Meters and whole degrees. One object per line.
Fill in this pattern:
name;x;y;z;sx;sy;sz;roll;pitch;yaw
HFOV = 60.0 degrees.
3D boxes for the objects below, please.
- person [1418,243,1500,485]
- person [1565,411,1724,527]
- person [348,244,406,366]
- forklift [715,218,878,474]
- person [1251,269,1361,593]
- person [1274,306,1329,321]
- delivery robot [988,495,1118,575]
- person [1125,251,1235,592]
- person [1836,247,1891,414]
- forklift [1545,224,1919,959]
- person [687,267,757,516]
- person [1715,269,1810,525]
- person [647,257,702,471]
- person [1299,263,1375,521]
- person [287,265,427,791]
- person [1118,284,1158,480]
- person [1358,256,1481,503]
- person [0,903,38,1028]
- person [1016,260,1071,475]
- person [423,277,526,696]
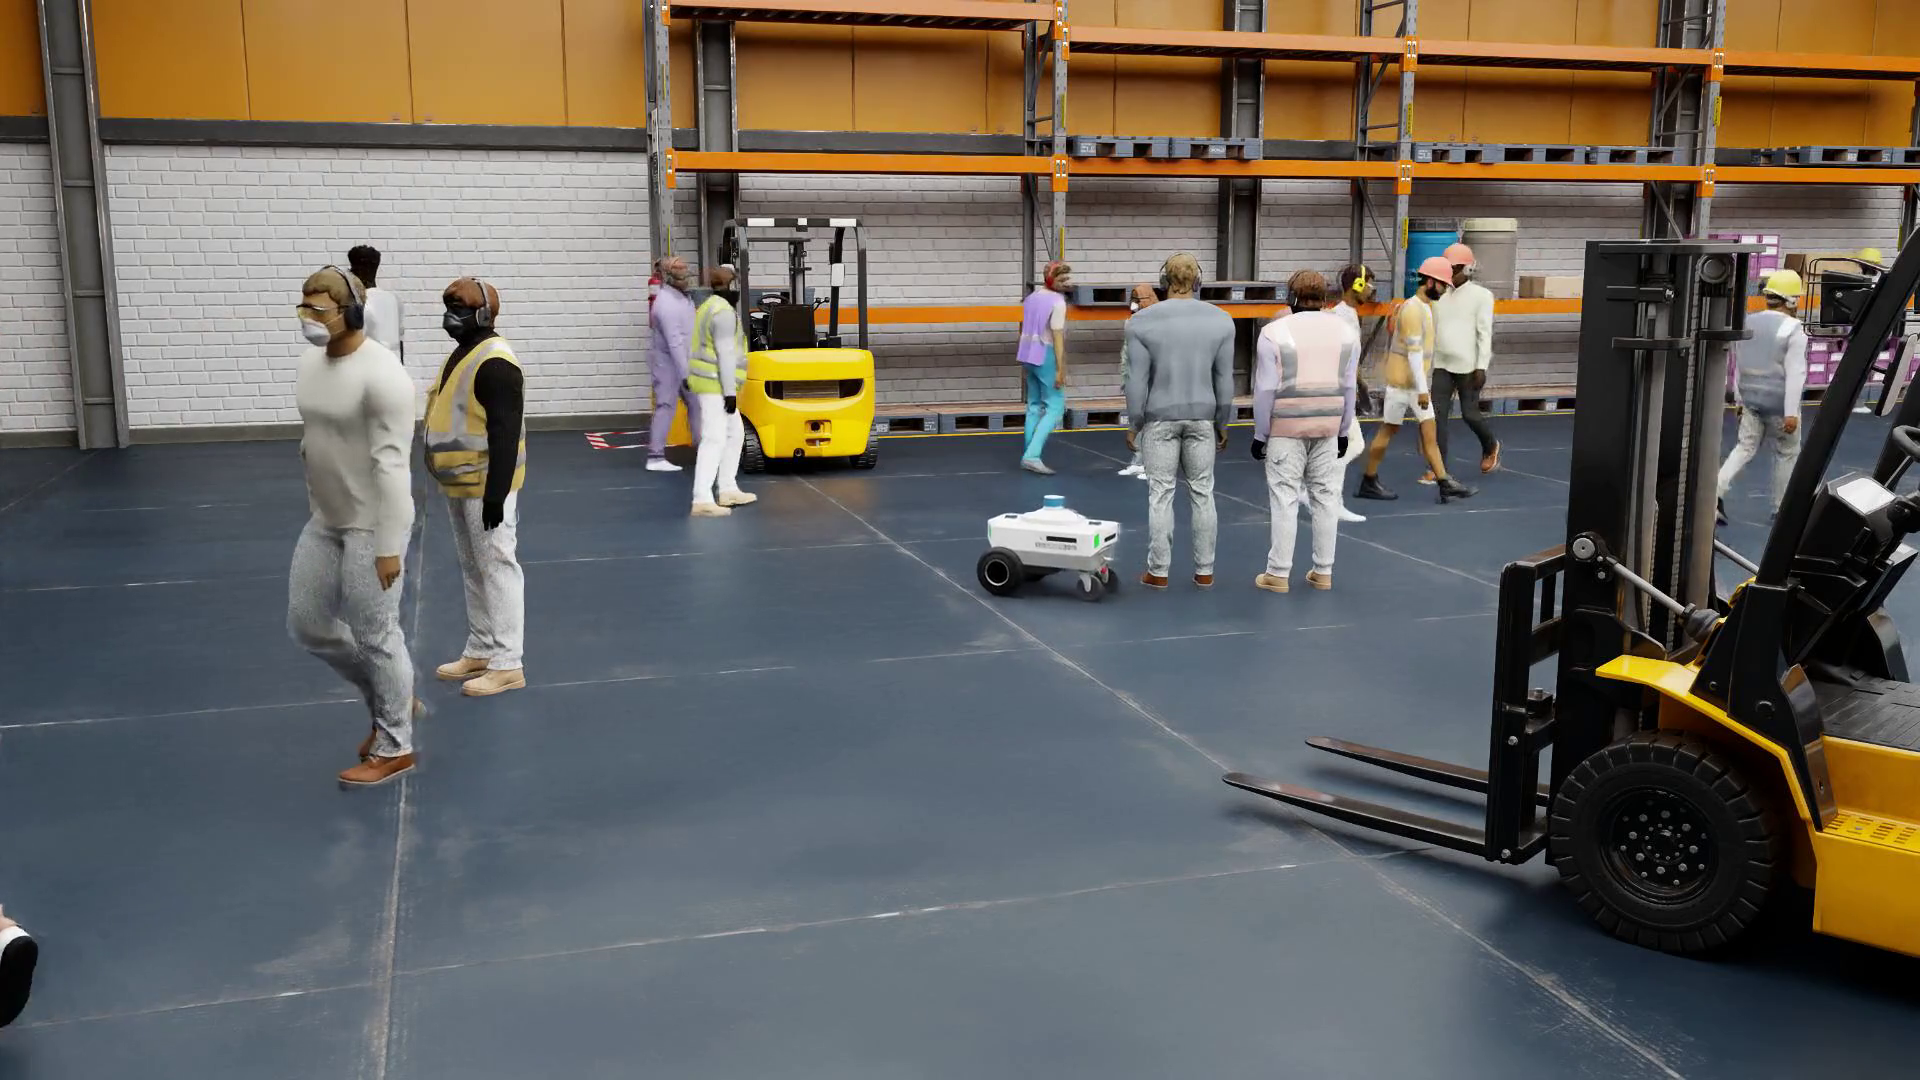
person;4.157;-1.450;13.705;0.813;1.975;0.606;-8;13;-39
person;2.894;-0.160;6.944;0.961;1.866;0.640;-1;10;-7
person;-4.369;-1.214;12.431;0.362;1.963;0.613;4;11;19
forklift;-1.522;-1.778;14.899;1.214;2.155;2.313;-3;11;-17
person;1.948;-0.616;9.499;0.626;1.844;0.429;-3;11;-15
person;3.013;-1.512;14.690;0.525;1.736;0.832;1;10;7
delivery robot;0.527;-0.010;9.448;0.707;0.478;0.477;5;11;25
person;1.243;-0.664;9.494;0.629;1.940;0.377;-1;10;-4
person;10.228;-2.363;18.884;0.707;1.910;0.598;-6;12;-29
forklift;2.909;0.117;4.508;2.313;2.155;1.214;9;14;40
person;-1.757;-1.095;12.234;0.621;1.807;0.679;-3;11;-17
person;5.614;-0.981;11.611;0.834;1.803;0.599;-4;11;-22
person;-2.359;-1.480;14.230;0.785;1.852;0.722;2;11;12
person;2.758;-1.037;11.830;0.439;1.839;0.567;3;11;15
person;-2.213;-0.032;6.071;0.651;1.919;0.426;8;13;38
person;1.525;-1.323;13.970;0.342;1.627;0.526;-8;13;-36
person;3.488;-1.196;12.589;0.962;1.865;0.558;6;12;29
person;-2.670;0.376;3.941;0.674;1.883;0.656;2;11;10
person;0.662;-1.476;14.277;0.440;1.827;0.749;-6;12;-30
person;-2.158;-0.239;7.423;0.429;1.847;0.627;-7;12;-34
